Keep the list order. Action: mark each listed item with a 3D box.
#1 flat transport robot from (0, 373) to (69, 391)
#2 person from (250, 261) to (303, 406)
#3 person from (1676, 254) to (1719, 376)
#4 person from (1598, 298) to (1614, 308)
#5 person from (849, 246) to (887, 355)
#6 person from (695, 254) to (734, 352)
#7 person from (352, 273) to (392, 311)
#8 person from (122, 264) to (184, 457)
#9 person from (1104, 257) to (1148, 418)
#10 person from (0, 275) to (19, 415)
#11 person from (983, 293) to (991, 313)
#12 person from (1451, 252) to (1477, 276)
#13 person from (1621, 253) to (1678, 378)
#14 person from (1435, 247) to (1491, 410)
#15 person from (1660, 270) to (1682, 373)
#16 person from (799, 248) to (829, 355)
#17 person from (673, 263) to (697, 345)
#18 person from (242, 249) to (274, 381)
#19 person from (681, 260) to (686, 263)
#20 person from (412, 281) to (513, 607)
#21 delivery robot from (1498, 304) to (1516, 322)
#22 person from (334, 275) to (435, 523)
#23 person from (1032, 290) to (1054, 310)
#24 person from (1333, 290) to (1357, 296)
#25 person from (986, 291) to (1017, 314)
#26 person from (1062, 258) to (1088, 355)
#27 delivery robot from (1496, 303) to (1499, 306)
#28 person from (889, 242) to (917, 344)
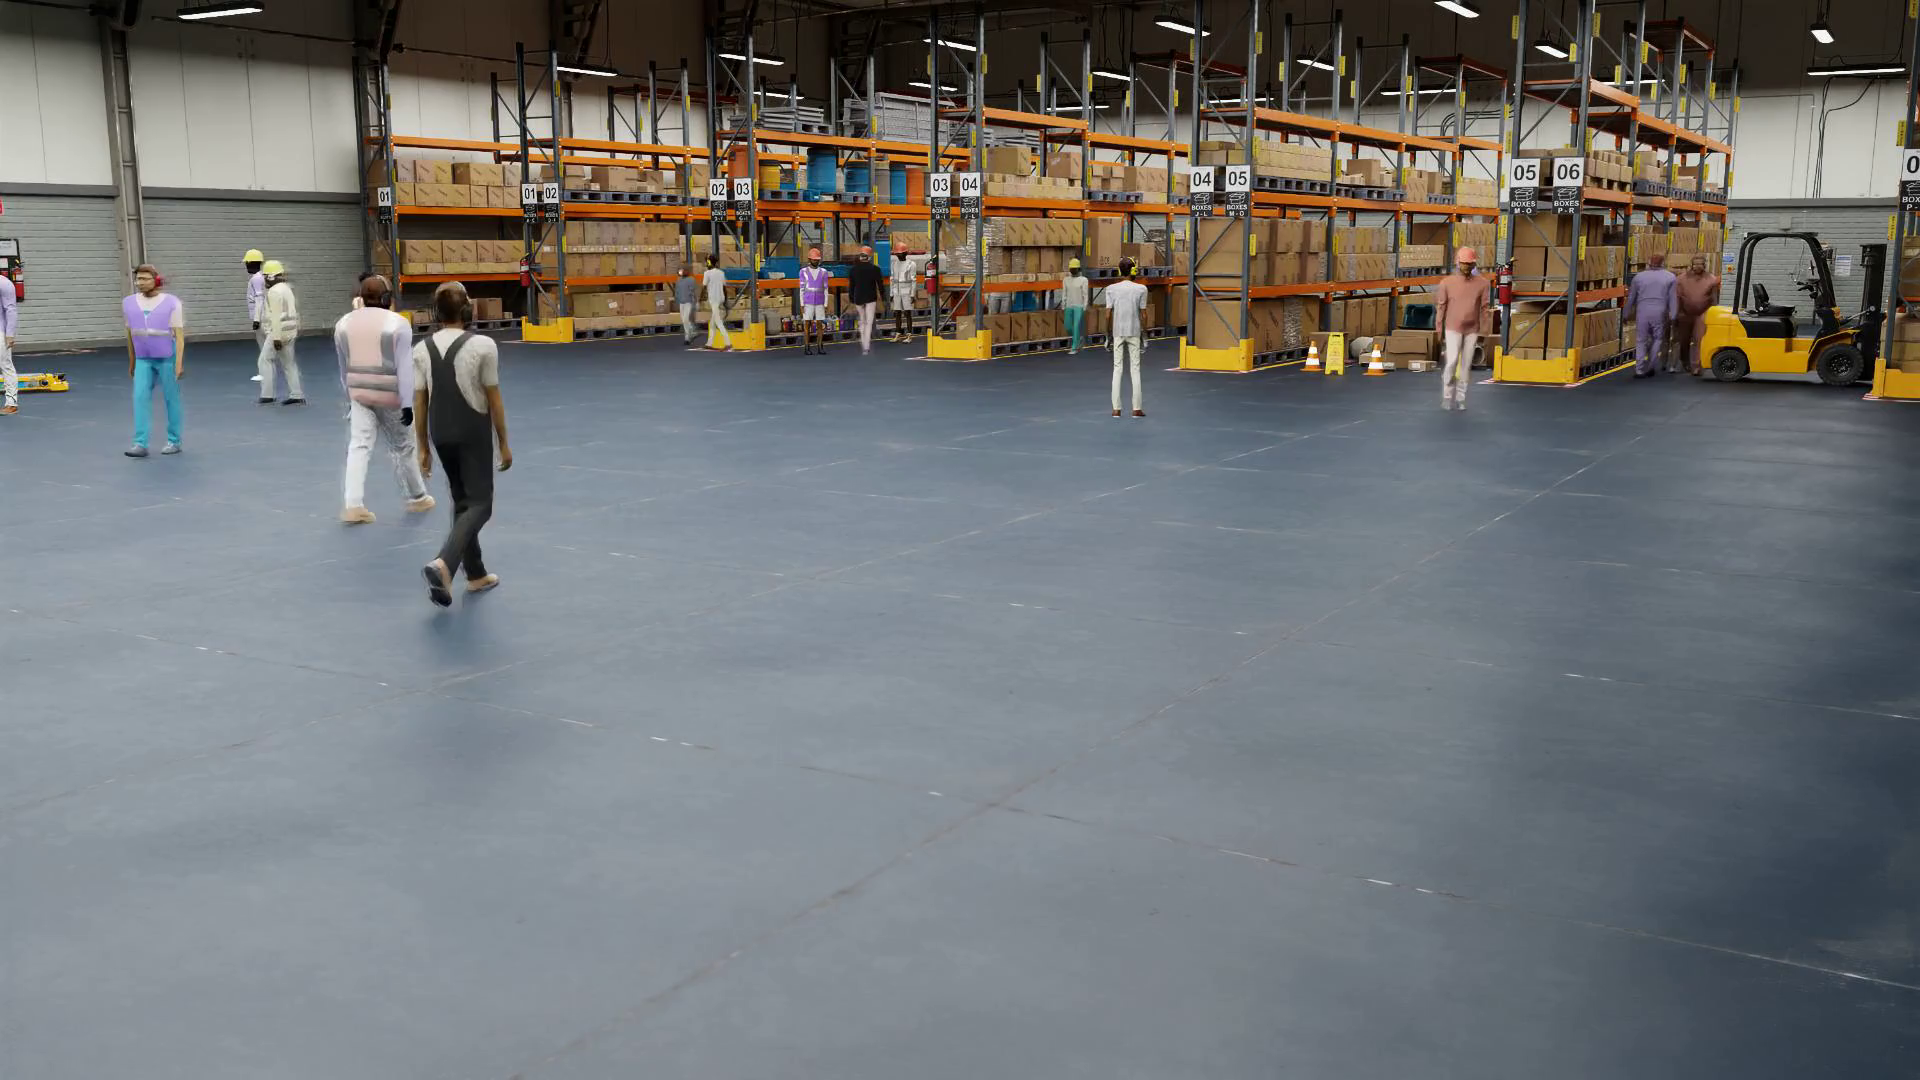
[{"bbox_3d":[-12.926,-2.127,22.562,1.431,0.197,0.652,-6,12,-30],"label":"flat transport robot"},{"bbox_3d":[-8.554,-2.552,20.647,0.728,1.801,0.622,0,10,-2],"label":"person"},{"bbox_3d":[11.324,-3.472,25.662,0.660,1.868,0.896,5,11,25],"label":"person"},{"bbox_3d":[15.231,-5.938,39.389,0.563,1.895,0.653,0,10,-2],"label":"person"},{"bbox_3d":[-1.666,-4.380,30.452,0.634,1.960,0.905,4,11,19],"label":"person"},{"bbox_3d":[-4.569,-4.436,31.179,0.919,1.822,0.550,6,12,31],"label":"person"},{"bbox_3d":[-7.145,-2.405,20.198,0.556,1.648,0.845,1,10,6],"label":"person"},{"bbox_3d":[-7.643,-1.676,15.691,0.601,1.811,0.840,0,10,0],"label":"person"},{"bbox_3d":[1.934,-2.351,19.358,0.517,1.865,0.334,3,10,15],"label":"person"},{"bbox_3d":[-11.417,-2.435,19.614,0.629,1.940,0.372,2,10,10],"label":"person"},{"bbox_3d":[0.711,-4.881,34.317,0.511,1.578,0.895,9,14,42],"label":"person"},{"bbox_3d":[10.147,-4.888,33.442,0.551,1.918,0.808,8,13,37],"label":"person"},{"bbox_3d":[10.394,-3.378,25.074,0.786,1.861,0.850,5,11,24],"label":"person"},{"bbox_3d":[6.096,-2.540,20.109,0.615,1.975,0.532,0,10,0],"label":"person"},{"bbox_3d":[11.265,-3.447,26.231,0.527,1.604,0.822,5,11,27],"label":"person"},{"bbox_3d":[-2.643,-4.317,30.202,0.540,1.930,0.384,-3,10,-15],"label":"person"},{"bbox_3d":[-5.464,-4.672,33.038,0.499,1.622,0.379,8,13,39],"label":"person"},{"bbox_3d":[-10.359,-3.318,24.583,0.359,1.930,0.588,-3,11,-17],"label":"person"},{"bbox_3d":[-6.584,-5.904,39.902,0.507,1.631,0.271,7,12,33],"label":"person"},{"bbox_3d":[-2.833,-0.540,9.342,0.516,1.819,0.796,3,11,16],"label":"person"},{"bbox_3d":[13.099,-5.489,40.331,0.707,0.478,0.477,-1,10,-8],"label":"delivery robot"},{"bbox_3d":[-4.257,-1.037,12.200,0.643,1.795,0.953,2,10,13],"label":"person"},{"bbox_3d":[1.941,-5.756,38.603,0.510,1.792,0.966,1,10,3],"label":"person"},{"bbox_3d":[8.397,-5.257,36.297,0.513,1.630,0.318,3,10,15],"label":"person"},{"bbox_3d":[0.814,-4.812,32.973,0.630,1.932,0.373,0,10,3],"label":"person"},{"bbox_3d":[2.115,-4.265,30.365,0.540,1.749,0.530,6,12,32],"label":"person"},{"bbox_3d":[13.237,-5.593,40.916,0.477,0.478,0.707,-1,10,-5],"label":"delivery robot"},{"bbox_3d":[-1.172,-4.982,33.615,0.605,2.034,0.387,6,12,31],"label":"person"}]
